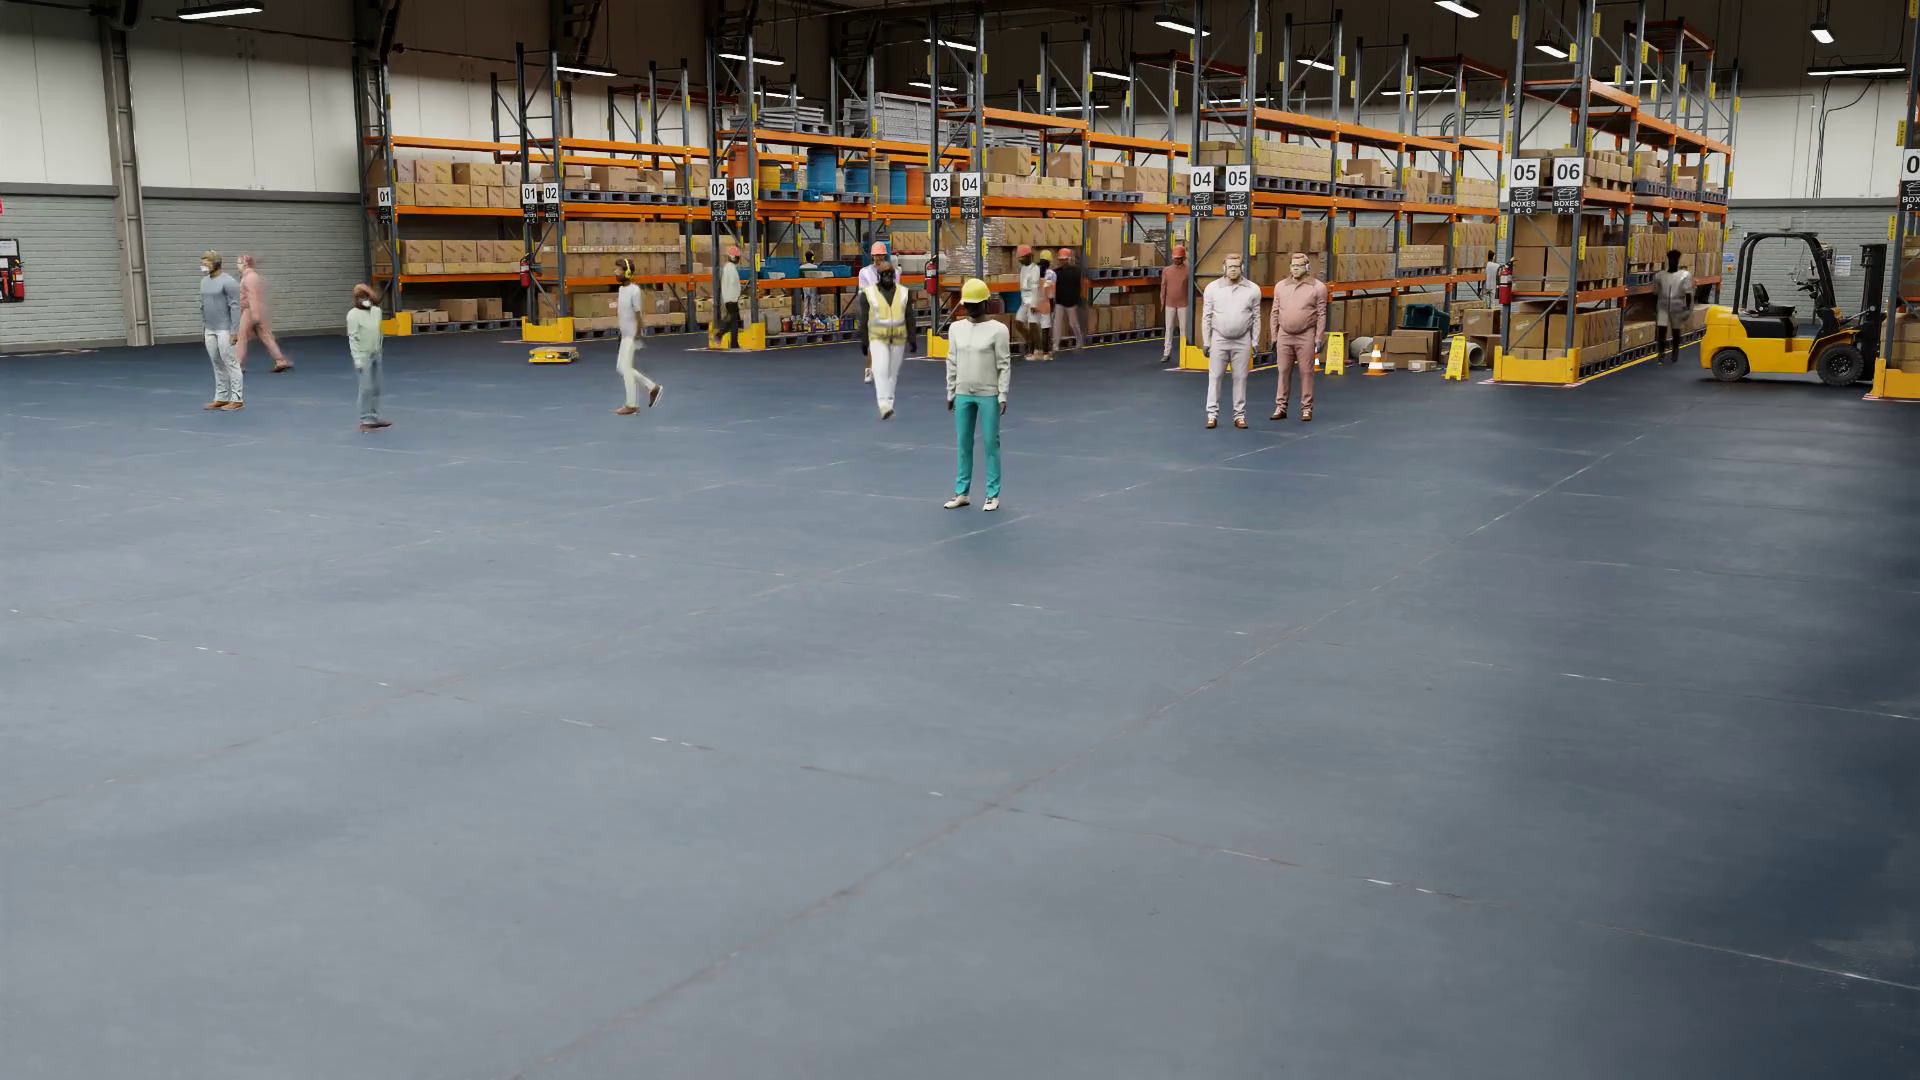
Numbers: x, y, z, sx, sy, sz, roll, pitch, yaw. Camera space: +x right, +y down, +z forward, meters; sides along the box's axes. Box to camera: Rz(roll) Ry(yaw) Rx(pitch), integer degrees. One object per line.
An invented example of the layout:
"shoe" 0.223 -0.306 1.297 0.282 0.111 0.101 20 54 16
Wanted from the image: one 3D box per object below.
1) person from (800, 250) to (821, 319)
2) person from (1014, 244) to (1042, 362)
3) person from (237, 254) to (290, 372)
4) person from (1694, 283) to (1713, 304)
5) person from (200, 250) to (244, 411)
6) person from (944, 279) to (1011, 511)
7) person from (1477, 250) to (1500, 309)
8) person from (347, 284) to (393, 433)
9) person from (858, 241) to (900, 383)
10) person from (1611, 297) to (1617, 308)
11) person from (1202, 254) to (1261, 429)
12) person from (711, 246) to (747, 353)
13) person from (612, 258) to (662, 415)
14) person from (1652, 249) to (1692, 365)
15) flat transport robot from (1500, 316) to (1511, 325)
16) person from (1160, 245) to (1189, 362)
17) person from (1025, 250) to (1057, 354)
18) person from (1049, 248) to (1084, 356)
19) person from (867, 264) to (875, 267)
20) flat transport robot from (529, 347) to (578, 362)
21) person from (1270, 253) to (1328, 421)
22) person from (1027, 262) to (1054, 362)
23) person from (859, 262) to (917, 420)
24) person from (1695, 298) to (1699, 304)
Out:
"person" -3.237 -5.351 36.135 0.507 1.875 0.329 5 11 26
"person" 1.174 -4.047 28.460 0.484 2.003 0.646 -5 11 -25
"person" -11.014 -3.511 25.904 1.017 1.865 0.649 -3 10 -14
"person" 17.256 -5.939 38.957 0.705 2.000 0.720 -7 12 -33
"person" -8.955 -2.529 20.145 0.634 1.936 0.351 6 12 30
"person" 0.126 -1.093 12.608 0.526 1.760 0.340 5 11 27
"person" 12.484 -5.905 39.285 0.510 1.860 0.334 3 10 14
"person" -6.334 -1.950 17.857 0.409 1.596 0.629 4 11 19
"person" -1.164 -3.281 24.059 0.605 2.045 0.387 -1 10 -6
"person" 15.941 -6.076 40.208 1.052 1.869 0.702 5 11 24
"person" 2.969 -2.165 18.193 0.643 1.910 0.400 1 10 4
"person" -4.264 -4.446 30.767 0.565 1.973 0.637 -3 10 -15
"person" -3.879 -2.419 19.776 0.578 1.853 0.533 -6 12 -29
"person" 11.931 -3.900 27.864 0.611 1.934 0.910 6 12 29
"flat transport robot" 13.339 -5.392 40.845 0.652 0.197 1.431 4 11 20
"person" 3.696 -4.007 28.278 0.611 1.988 0.391 4 11 19
"person" 1.439 -4.228 29.745 0.589 1.908 0.759 6 12 30
"person" 1.973 -4.304 30.093 0.627 1.951 1.012 6 12 29
"person" -1.659 -4.994 34.010 0.585 1.916 0.388 7 12 35
"flat transport robot" -6.942 -3.173 28.419 0.652 0.197 1.431 -1 10 -6
"person" 3.850 -2.314 19.028 0.641 1.908 0.407 5 11 26
"person" 1.373 -3.902 28.506 0.540 1.695 0.317 5 11 27
"person" -0.804 -2.287 19.185 0.627 1.799 0.932 -3 11 -18
"person" 17.595 -5.866 39.579 0.364 1.665 0.563 2 10 10
